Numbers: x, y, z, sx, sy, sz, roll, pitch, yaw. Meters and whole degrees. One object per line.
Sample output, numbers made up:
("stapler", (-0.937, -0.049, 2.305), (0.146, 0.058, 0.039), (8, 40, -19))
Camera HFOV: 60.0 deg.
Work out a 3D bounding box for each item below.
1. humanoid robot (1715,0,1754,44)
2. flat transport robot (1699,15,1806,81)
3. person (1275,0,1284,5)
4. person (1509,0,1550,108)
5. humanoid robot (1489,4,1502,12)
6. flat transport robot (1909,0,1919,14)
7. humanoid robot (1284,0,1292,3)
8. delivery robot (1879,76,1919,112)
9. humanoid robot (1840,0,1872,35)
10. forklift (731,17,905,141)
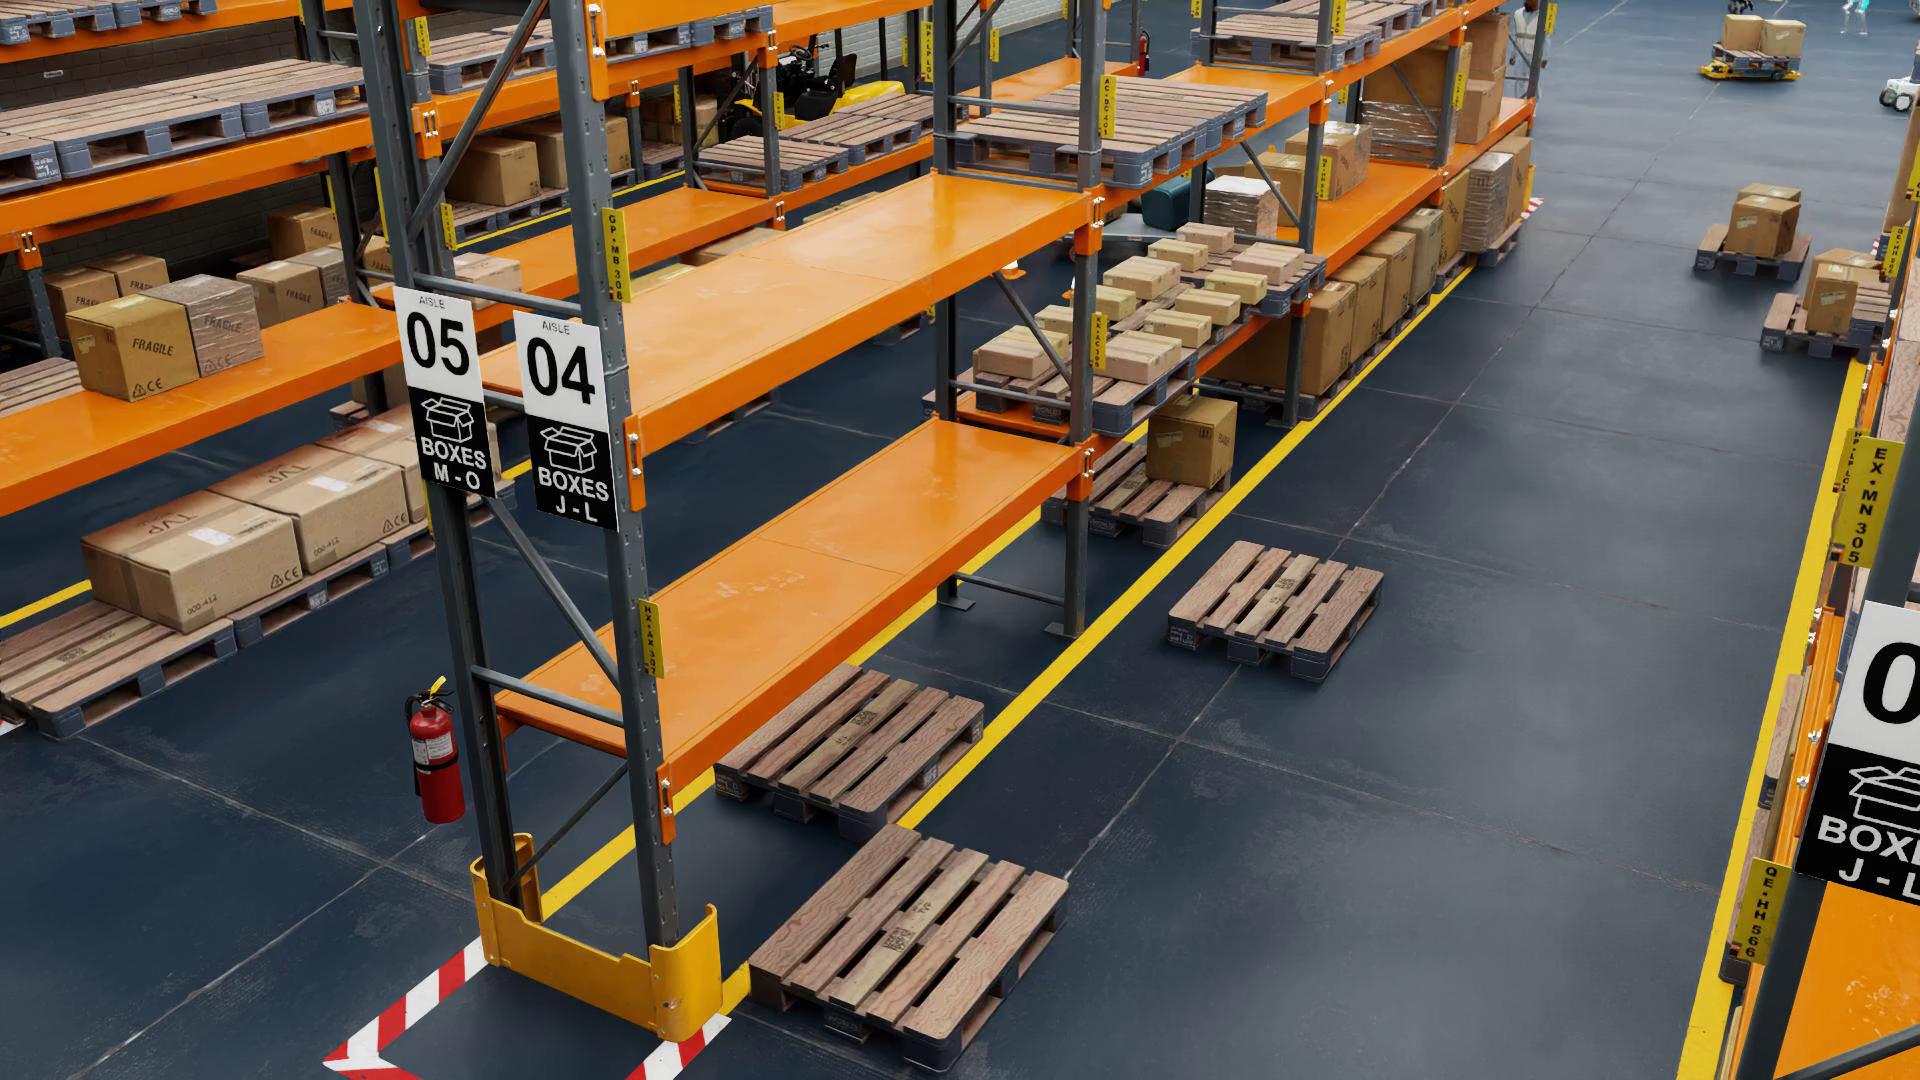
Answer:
("humanoid robot", (14.066, -9.693, 29.909), (0.603, 1.624, 0.774), (-16, 30, -30))
("flat transport robot", (13.079, -7.772, 27.491), (1.431, 0.231, 0.659), (2, 26, 3))
("person", (5.847, -9.540, 29.237), (0.624, 1.941, 0.463), (16, 30, 29))
("person", (8.316, -7.085, 24.224), (0.605, 1.874, 0.753), (22, 33, 38))
("humanoid robot", (8.683, -8.481, 27.349), (0.391, 1.637, 0.591), (0, 26, 0))
("flat transport robot", (19.445, -10.326, 32.798), (0.659, 0.231, 1.431), (8, 27, 16))
("humanoid robot", (4.834, -7.399, 25.105), (0.595, 1.642, 0.460), (15, 29, 28))
("delivery robot", (14.318, -6.742, 25.038), (0.797, 0.608, 0.499), (0, 26, 1))
("humanoid robot", (16.984, -10.375, 31.246), (0.790, 1.802, 0.534), (-14, 29, -27))
("forklift", (-1.819, -5.975, 21.543), (2.313, 2.155, 1.214), (14, 29, 26))
